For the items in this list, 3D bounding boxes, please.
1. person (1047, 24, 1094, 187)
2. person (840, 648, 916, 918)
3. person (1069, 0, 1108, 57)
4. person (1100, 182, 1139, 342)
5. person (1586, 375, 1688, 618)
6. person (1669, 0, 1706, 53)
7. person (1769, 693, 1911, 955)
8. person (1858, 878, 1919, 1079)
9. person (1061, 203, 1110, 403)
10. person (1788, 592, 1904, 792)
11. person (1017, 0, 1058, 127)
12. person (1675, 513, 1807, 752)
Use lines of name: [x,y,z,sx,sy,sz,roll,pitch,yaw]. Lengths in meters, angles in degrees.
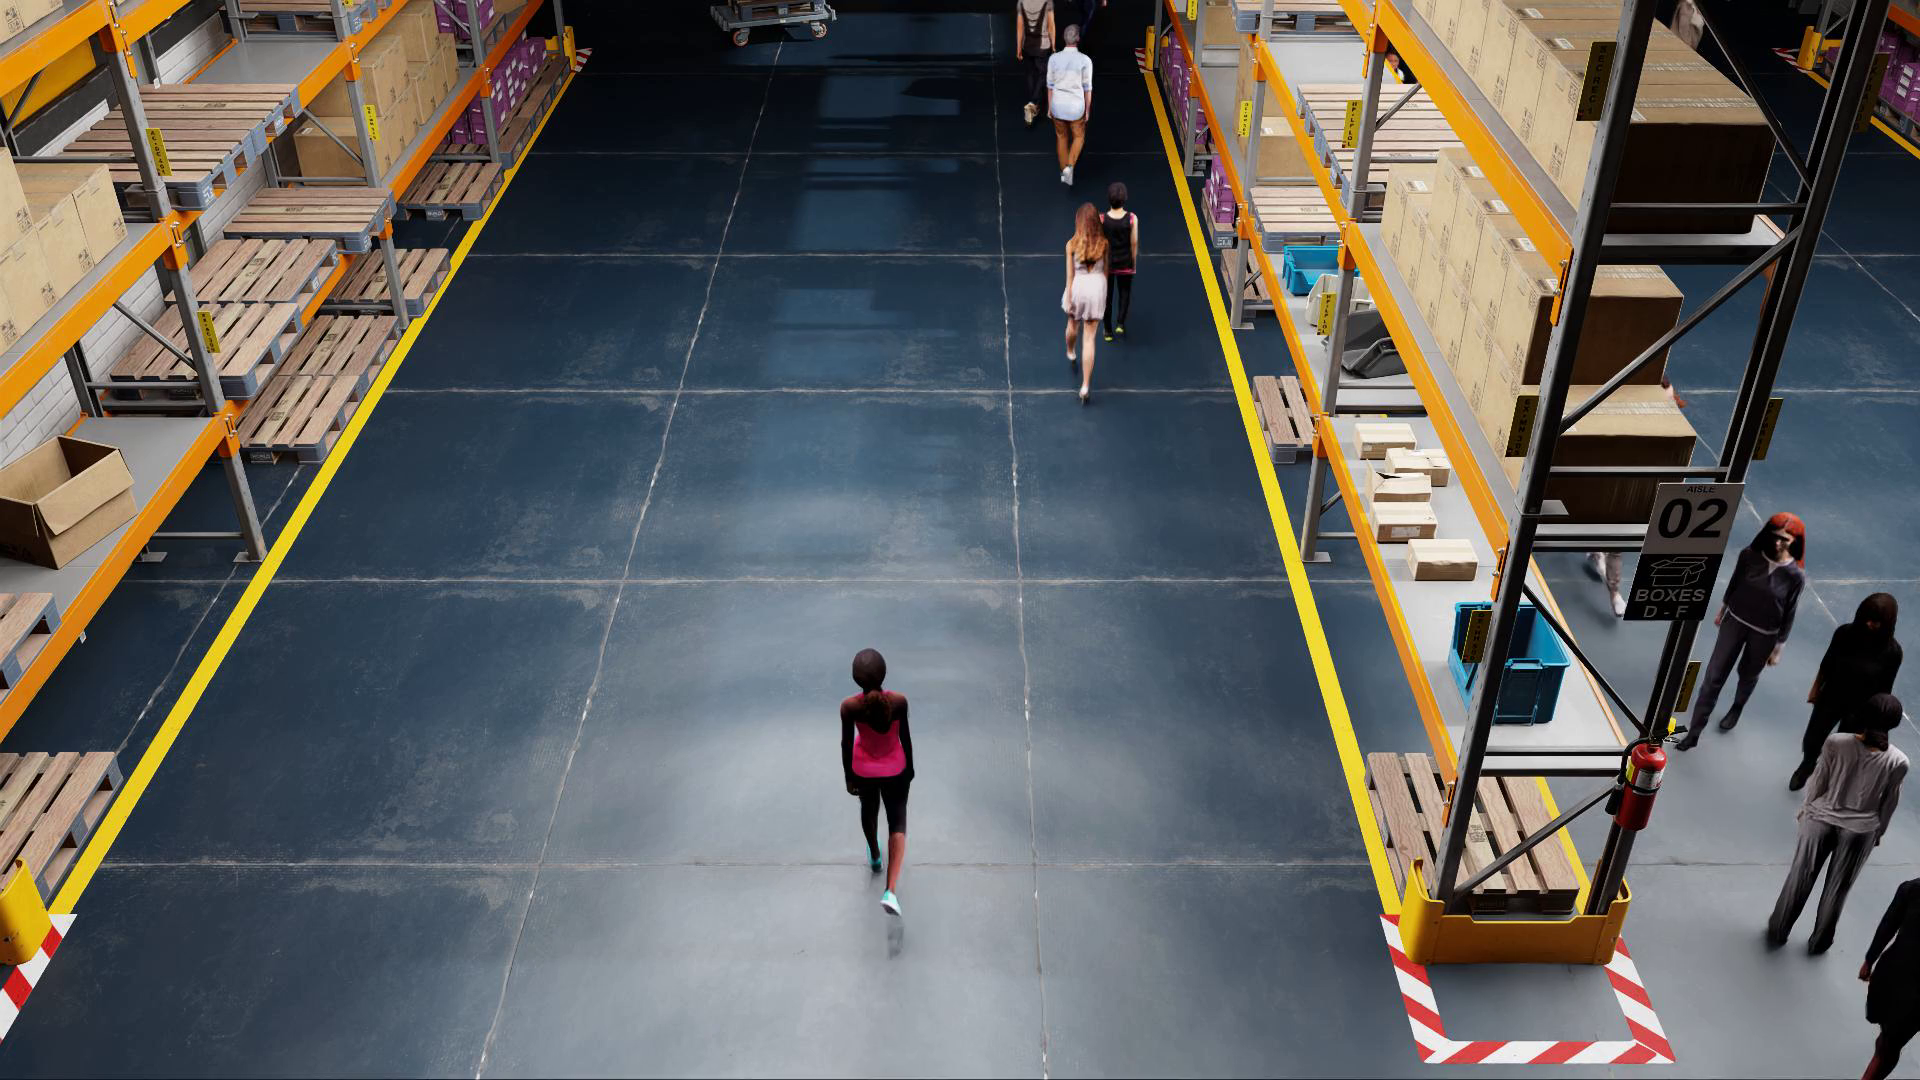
person: [1.210,-4.848,18.706,0.855,1.810,1.016,9,35,14]
person: [-0.453,1.380,9.432,0.549,1.702,0.987,0,34,-1]
person: [1.656,-7.414,22.640,0.849,1.727,0.907,27,42,34]
person: [1.452,-2.566,15.510,0.551,1.546,0.543,1,34,2]
person: [4.829,-0.403,12.036,0.756,1.790,1.142,-2,34,-3]
person: [8.909,-6.239,20.736,1.050,1.879,0.791,4,34,6]
person: [4.820,1.557,9.100,0.677,1.776,0.701,18,38,25]
person: [4.775,2.171,8.246,0.988,1.699,1.045,-18,38,-25]
person: [1.123,-2.031,14.542,0.550,1.727,1.076,0,34,0]
person: [5.452,0.952,10.142,0.711,1.629,0.764,24,40,31]
person: [0.919,-6.028,20.425,0.892,1.870,1.194,11,35,16]
person: [5.101,0.542,10.655,1.013,1.745,1.082,28,43,35]
